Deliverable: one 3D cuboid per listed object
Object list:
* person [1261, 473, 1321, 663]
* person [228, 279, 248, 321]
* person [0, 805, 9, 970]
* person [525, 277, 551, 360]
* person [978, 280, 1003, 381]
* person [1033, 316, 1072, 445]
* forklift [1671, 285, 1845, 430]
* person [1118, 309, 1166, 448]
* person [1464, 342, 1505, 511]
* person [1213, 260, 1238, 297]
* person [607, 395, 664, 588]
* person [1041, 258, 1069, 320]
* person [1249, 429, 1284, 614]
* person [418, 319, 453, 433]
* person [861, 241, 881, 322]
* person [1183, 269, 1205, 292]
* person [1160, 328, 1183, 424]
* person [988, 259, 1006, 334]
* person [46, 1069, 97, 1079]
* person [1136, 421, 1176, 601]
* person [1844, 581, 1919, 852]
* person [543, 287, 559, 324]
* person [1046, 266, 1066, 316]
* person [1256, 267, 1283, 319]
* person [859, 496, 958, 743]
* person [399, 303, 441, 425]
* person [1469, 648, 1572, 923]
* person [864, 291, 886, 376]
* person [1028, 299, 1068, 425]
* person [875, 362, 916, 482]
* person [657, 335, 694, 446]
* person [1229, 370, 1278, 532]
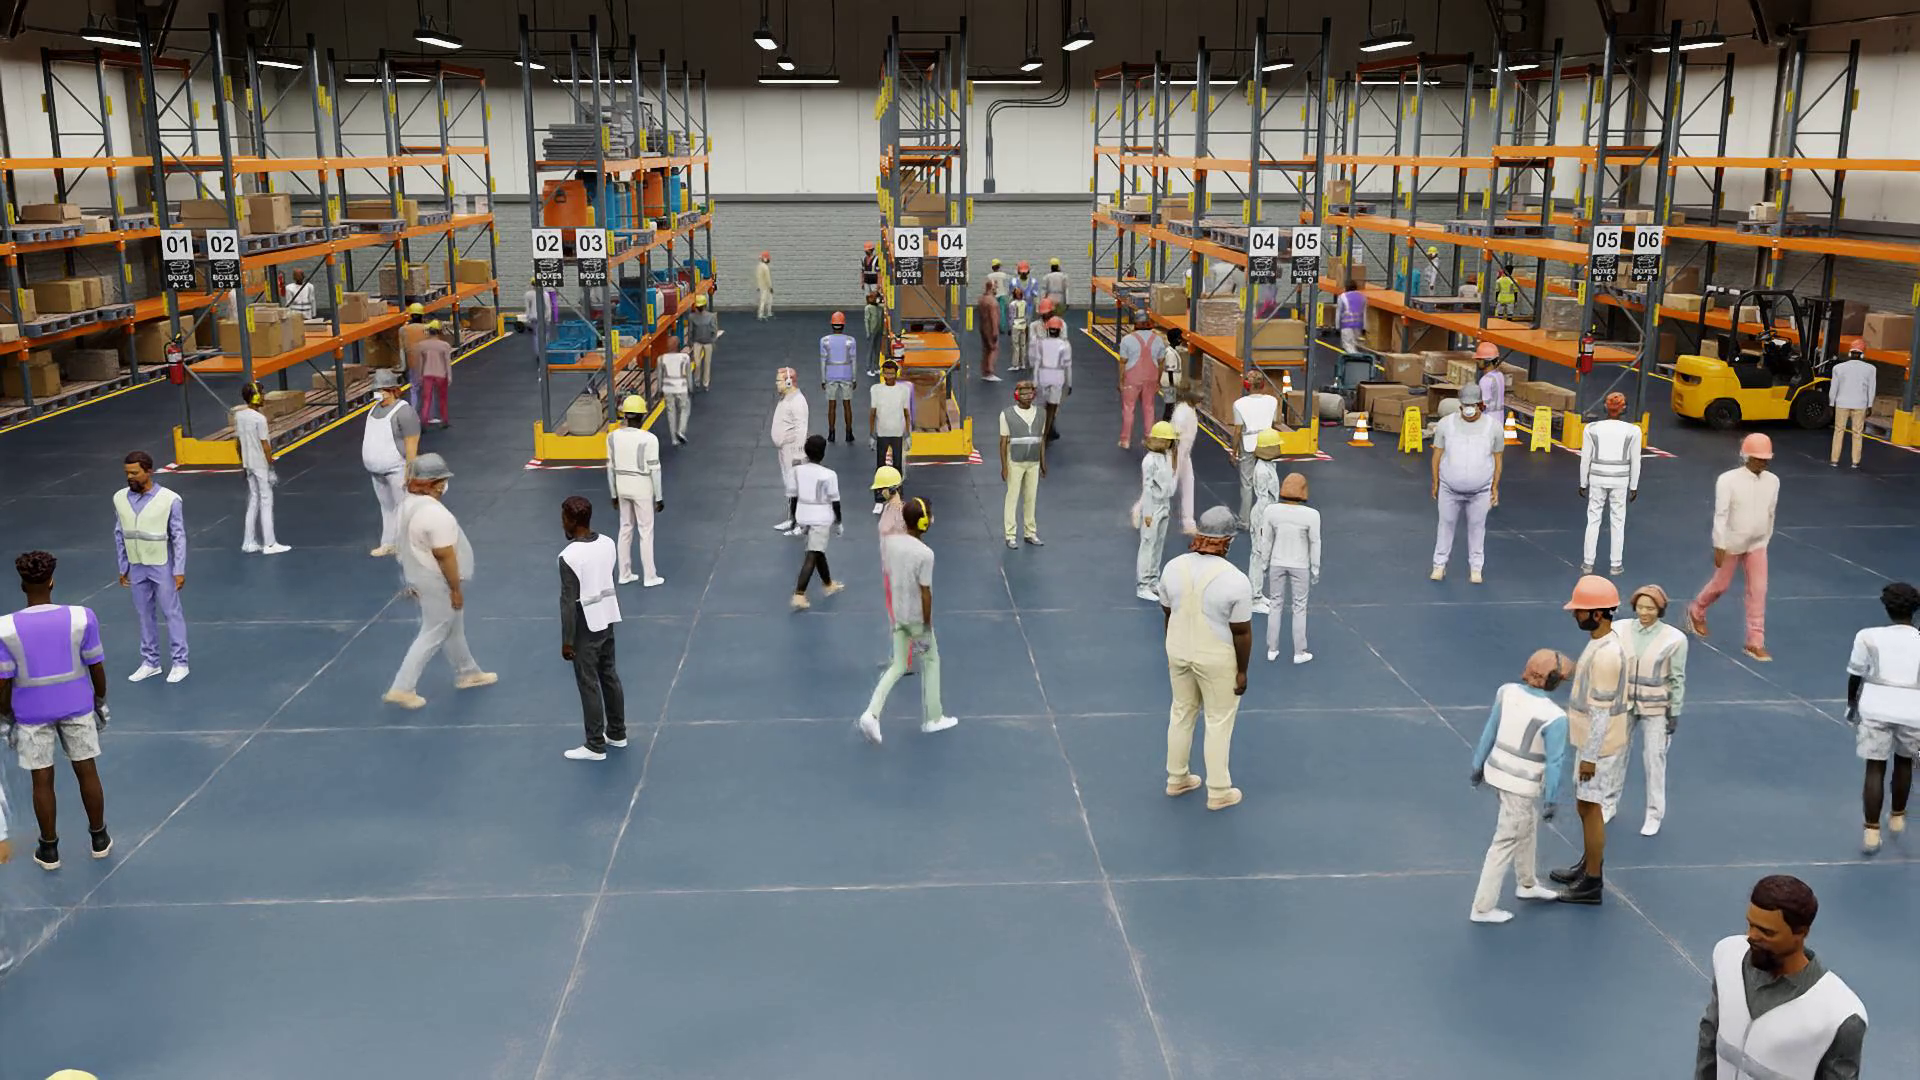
[{"bbox_3d":[2.810,0.236,14.141,0.507,1.631,0.268,7,15,26],"label":"person"},{"bbox_3d":[-13.869,-4.172,32.067,0.409,1.986,0.618,-3,14,-13],"label":"person"},{"bbox_3d":[-5.230,1.532,8.434,0.600,1.721,0.724,4,14,17],"label":"person"},{"bbox_3d":[-8.689,-4.585,34.313,0.535,1.756,0.409,0,13,1],"label":"person"},{"bbox_3d":[0.585,-3.938,31.263,0.404,1.897,0.655,-6,14,-23],"label":"person"},{"bbox_3d":[1.348,-2.341,24.533,0.568,1.892,0.919,5,14,19],"label":"person"},{"bbox_3d":[12.503,-2.886,26.166,2.313,2.155,1.214,-1,13,-3],"label":"forklift"},{"bbox_3d":[2.621,-2.362,24.274,0.685,2.000,0.536,-3,14,-14],"label":"person"},{"bbox_3d":[6.339,-1.370,20.101,0.419,2.034,0.605,9,16,32],"label":"person"},{"bbox_3d":[6.369,-5.976,39.992,0.642,1.862,0.978,5,14,19],"label":"person"},{"bbox_3d":[-3.226,-0.486,16.600,0.587,1.917,0.400,6,14,22],"label":"person"},{"bbox_3d":[2.115,-5.337,37.157,0.614,1.907,0.540,-1,13,-6],"label":"person"},{"bbox_3d":[2.884,-0.186,15.689,0.284,1.746,0.489,3,14,12],"label":"person"},{"bbox_3d":[-8.109,-2.521,25.632,0.555,1.721,0.856,0,13,-2],"label":"person"},{"bbox_3d":[-2.243,-6.458,41.657,0.613,2.031,0.402,10,16,36],"label":"person"},{"bbox_3d":[5.374,-5.553,38.123,0.574,1.886,0.356,11,17,40],"label":"person"},{"bbox_3d":[3.163,-2.336,24.923,0.322,1.685,0.542,2,13,9],"label":"person"},{"bbox_3d":[0.836,-5.759,39.307,0.539,1.737,0.782,-6,15,-26],"label":"person"},{"bbox_3d":[-2.517,2.356,4.879,0.525,1.769,0.315,-9,16,-34],"label":"person"},{"bbox_3d":[1.929,-0.295,16.154,0.322,1.742,0.493,8,16,31],"label":"person"},{"bbox_3d":[5.838,1.092,10.426,0.550,1.654,0.728,7,15,26],"label":"person"},{"bbox_3d":[-10.205,-6.205,41.168,0.573,1.748,0.342,-8,16,-32],"label":"person"},{"bbox_3d":[2.267,-5.645,39.153,0.500,1.588,0.885,0,13,-1],"label":"person"},{"bbox_3d":[7.319,-5.687,39.410,0.874,1.588,0.514,2,14,10],"label":"person"},{"bbox_3d":[-0.394,0.582,12.246,0.517,1.842,0.834,12,18,40],"label":"person"},{"bbox_3d":[-8.528,-2.781,26.291,0.593,1.925,0.379,0,13,-2],"label":"person"},{"bbox_3d":[3.199,1.374,9.380,0.627,1.602,0.532,-5,14,-21],"label":"person"},{"bbox_3d":[-1.629,-3.978,31.990,0.286,1.633,0.500,11,17,39],"label":"person"},{"bbox_3d":[1.400,-2.835,26.429,0.650,1.970,1.108,4,14,18],"label":"person"},{"bbox_3d":[-0.863,-1.505,21.515,0.540,1.619,0.560,-6,15,-24],"label":"person"},{"bbox_3d":[-4.169,-2.185,24.388,0.537,1.625,0.371,0,13,2],"label":"person"},{"bbox_3d":[3.349,-1.012,18.968,0.563,1.847,0.389,-5,14,-21],"label":"person"}]
